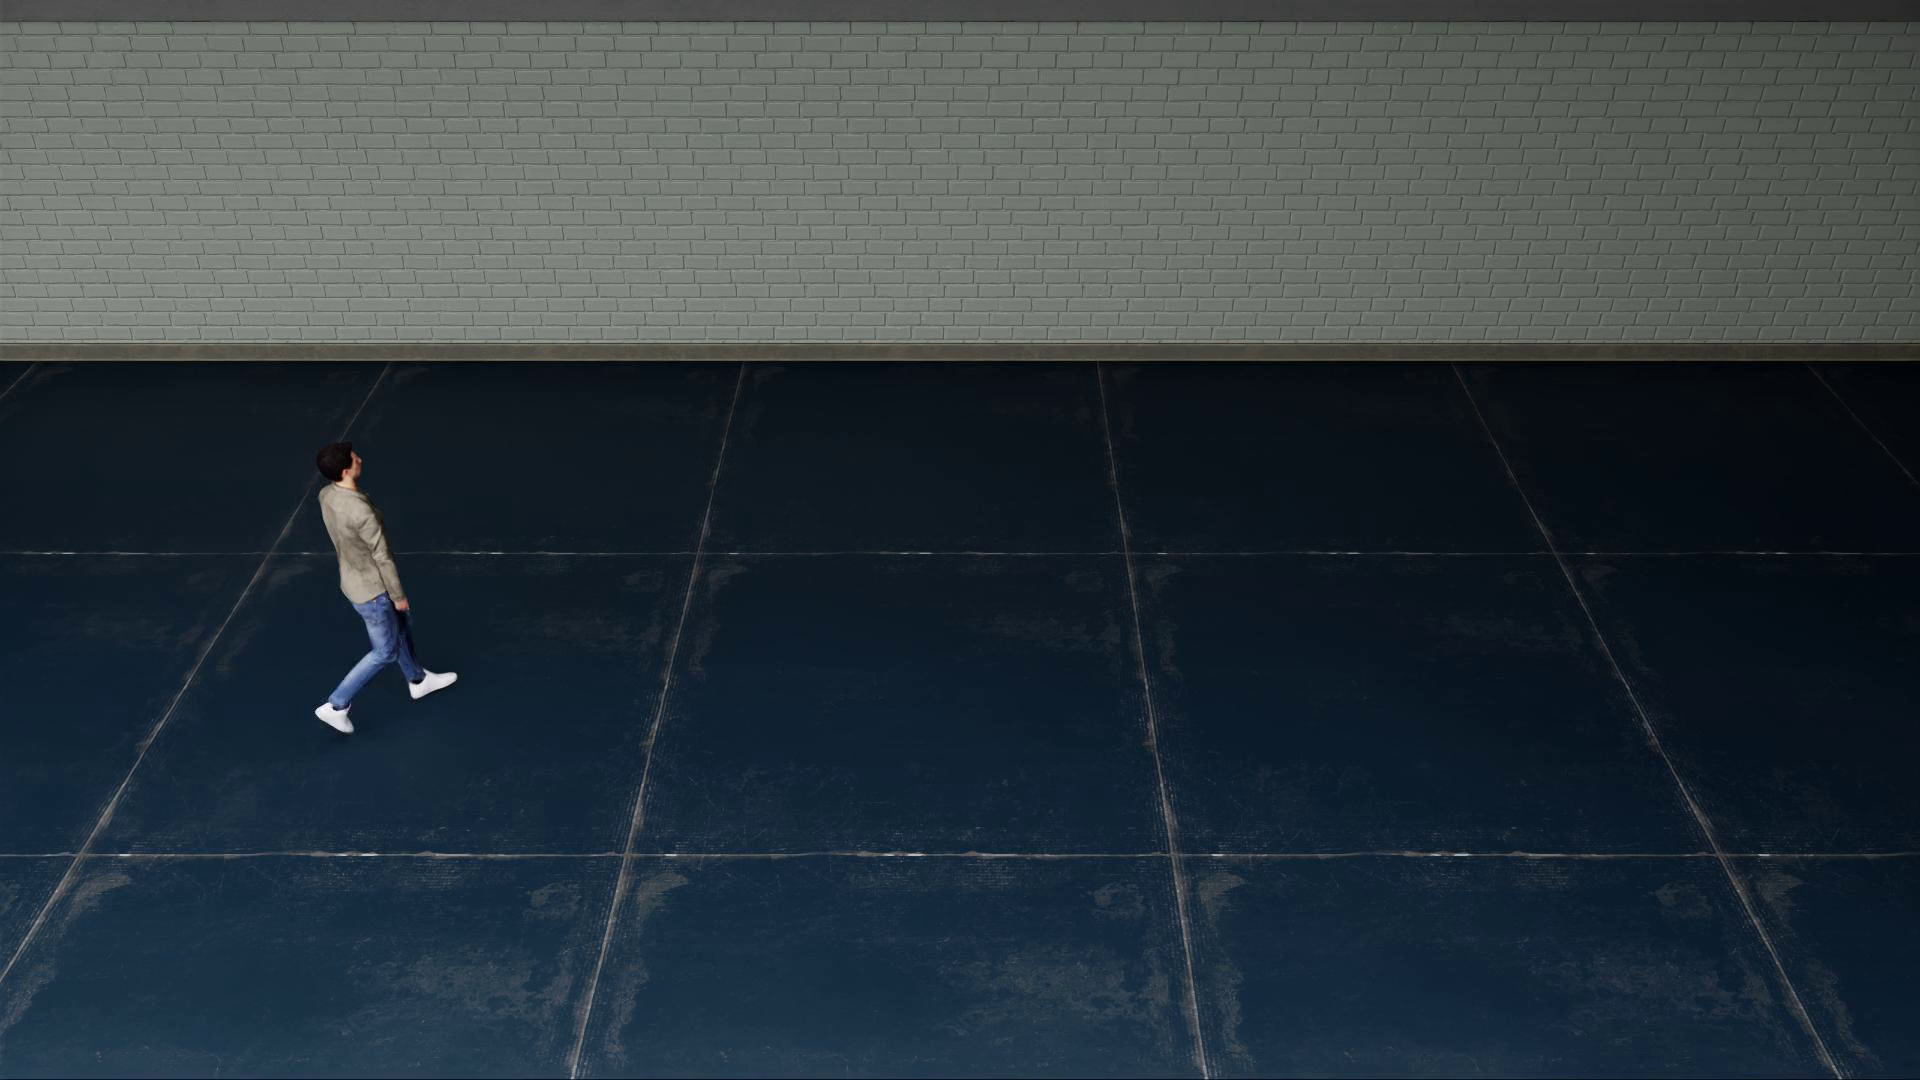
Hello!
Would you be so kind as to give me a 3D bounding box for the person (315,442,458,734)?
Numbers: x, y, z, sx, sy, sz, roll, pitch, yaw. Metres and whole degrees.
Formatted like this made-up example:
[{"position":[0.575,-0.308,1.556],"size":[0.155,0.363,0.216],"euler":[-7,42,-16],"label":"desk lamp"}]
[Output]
[{"position":[-3.483,0.305,9.619],"size":[1.178,1.842,1.167],"euler":[-25,40,-33],"label":"person"}]
